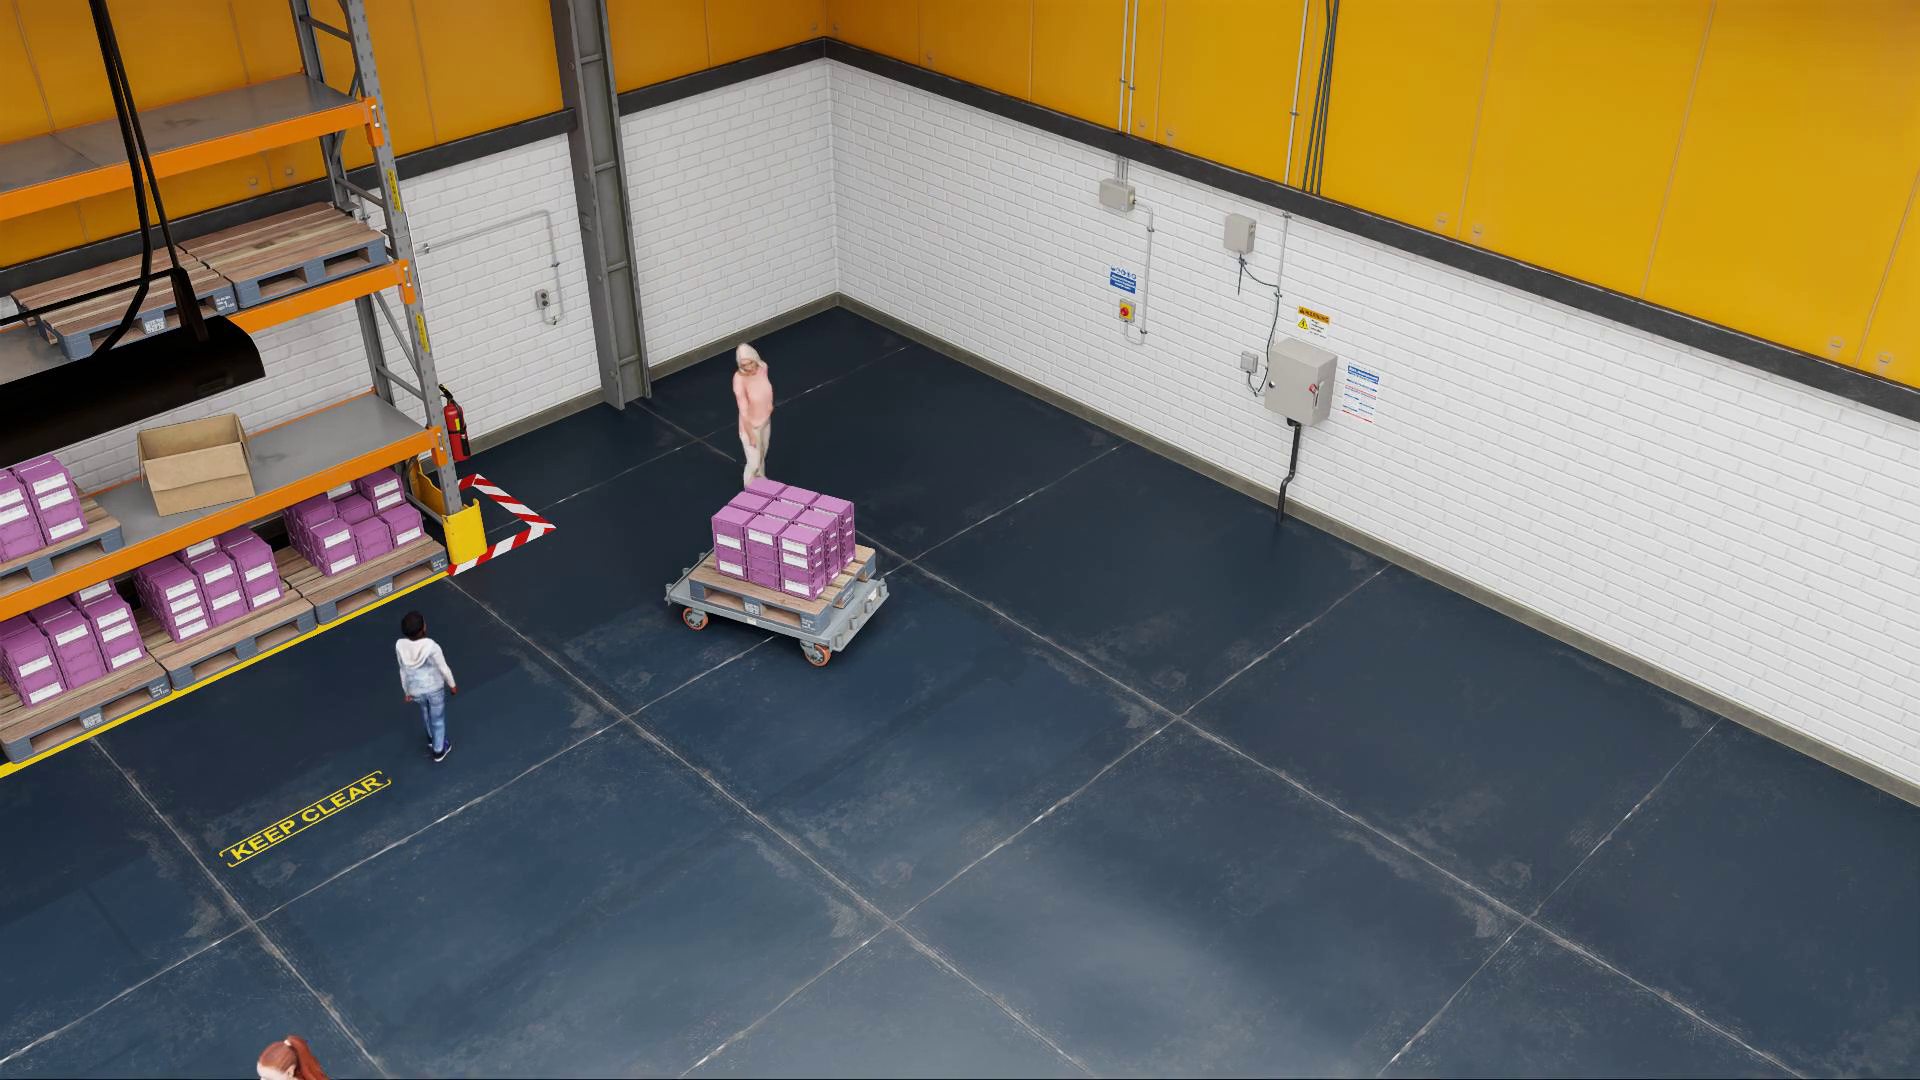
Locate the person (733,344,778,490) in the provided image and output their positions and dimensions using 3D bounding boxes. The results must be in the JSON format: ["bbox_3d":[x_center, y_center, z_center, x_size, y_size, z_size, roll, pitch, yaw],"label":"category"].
[{"bbox_3d":[-1.829,-1.091,14.935,0.862,1.694,0.632,7,34,10],"label":"person"}]

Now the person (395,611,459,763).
[{"bbox_3d":[-3.898,1.092,12.054,0.618,1.247,0.674,4,34,6],"label":"person"}]

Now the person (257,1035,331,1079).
[{"bbox_3d":[-3.225,3.130,8.557,0.657,1.725,0.735,19,38,26],"label":"person"}]
